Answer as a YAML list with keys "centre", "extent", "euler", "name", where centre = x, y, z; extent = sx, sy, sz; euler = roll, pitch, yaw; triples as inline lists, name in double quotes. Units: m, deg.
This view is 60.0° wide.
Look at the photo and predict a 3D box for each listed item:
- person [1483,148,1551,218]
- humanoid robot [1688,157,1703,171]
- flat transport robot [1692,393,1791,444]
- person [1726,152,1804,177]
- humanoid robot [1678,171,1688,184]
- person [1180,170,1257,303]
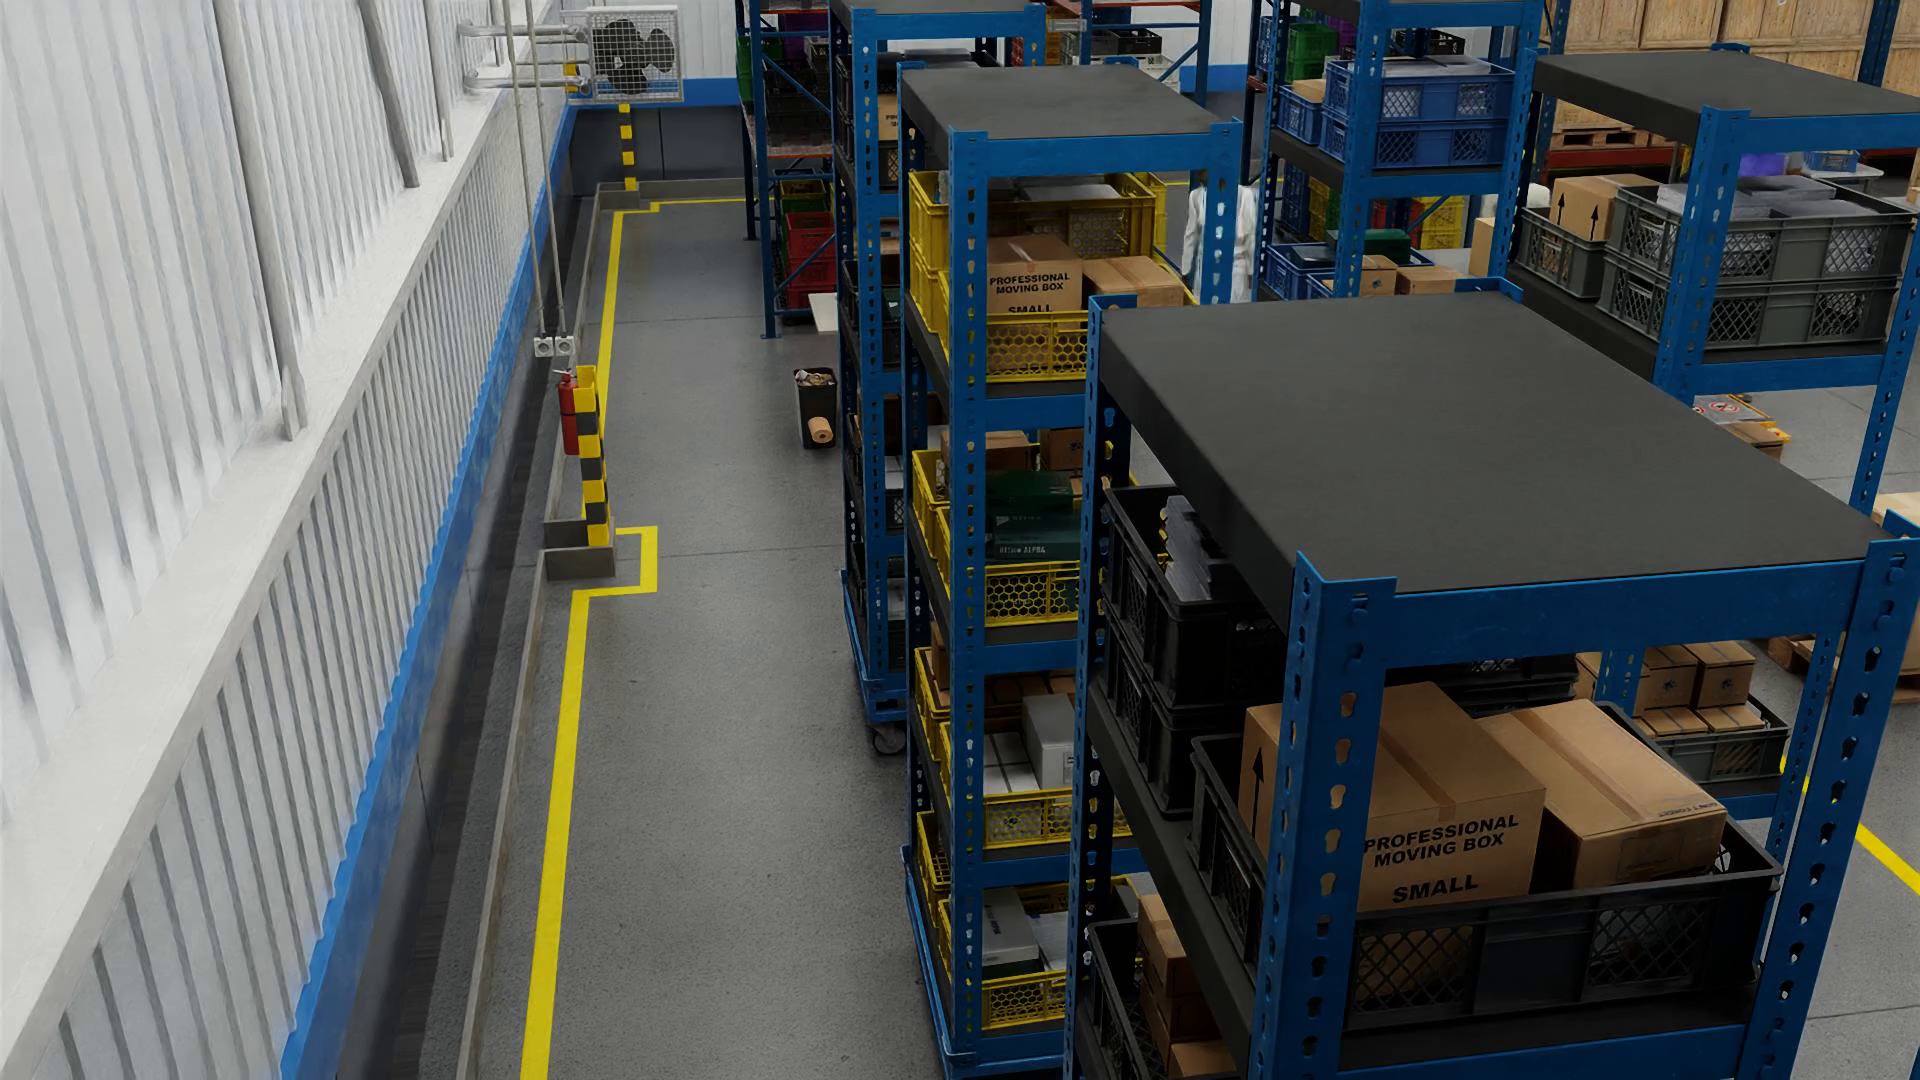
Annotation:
- centre: [4.529, -2.378, 13.675]
  extent: [0.530, 1.766, 0.322]
  euler: [5, 25, 11]
  name: "person"
- centre: [6.806, -3.043, 15.293]
  extent: [0.617, 1.614, 0.760]
  euler: [-17, 30, -32]
  name: "humanoid robot"
- centre: [5.224, -0.859, 12.132]
  extent: [1.431, 0.197, 0.652]
  euler: [-4, 25, -8]
  name: "flat transport robot"
- centre: [7.176, -3.151, 15.030]
  extent: [0.713, 2.000, 0.953]
  euler: [16, 29, 31]
  name: "person"
- centre: [5.612, -2.136, 13.273]
  extent: [0.601, 1.631, 0.490]
  euler: [3, 25, 7]
  name: "humanoid robot"
- centre: [2.031, -2.140, 13.057]
  extent: [0.711, 1.858, 0.397]
  euler: [16, 29, 32]
  name: "person"
